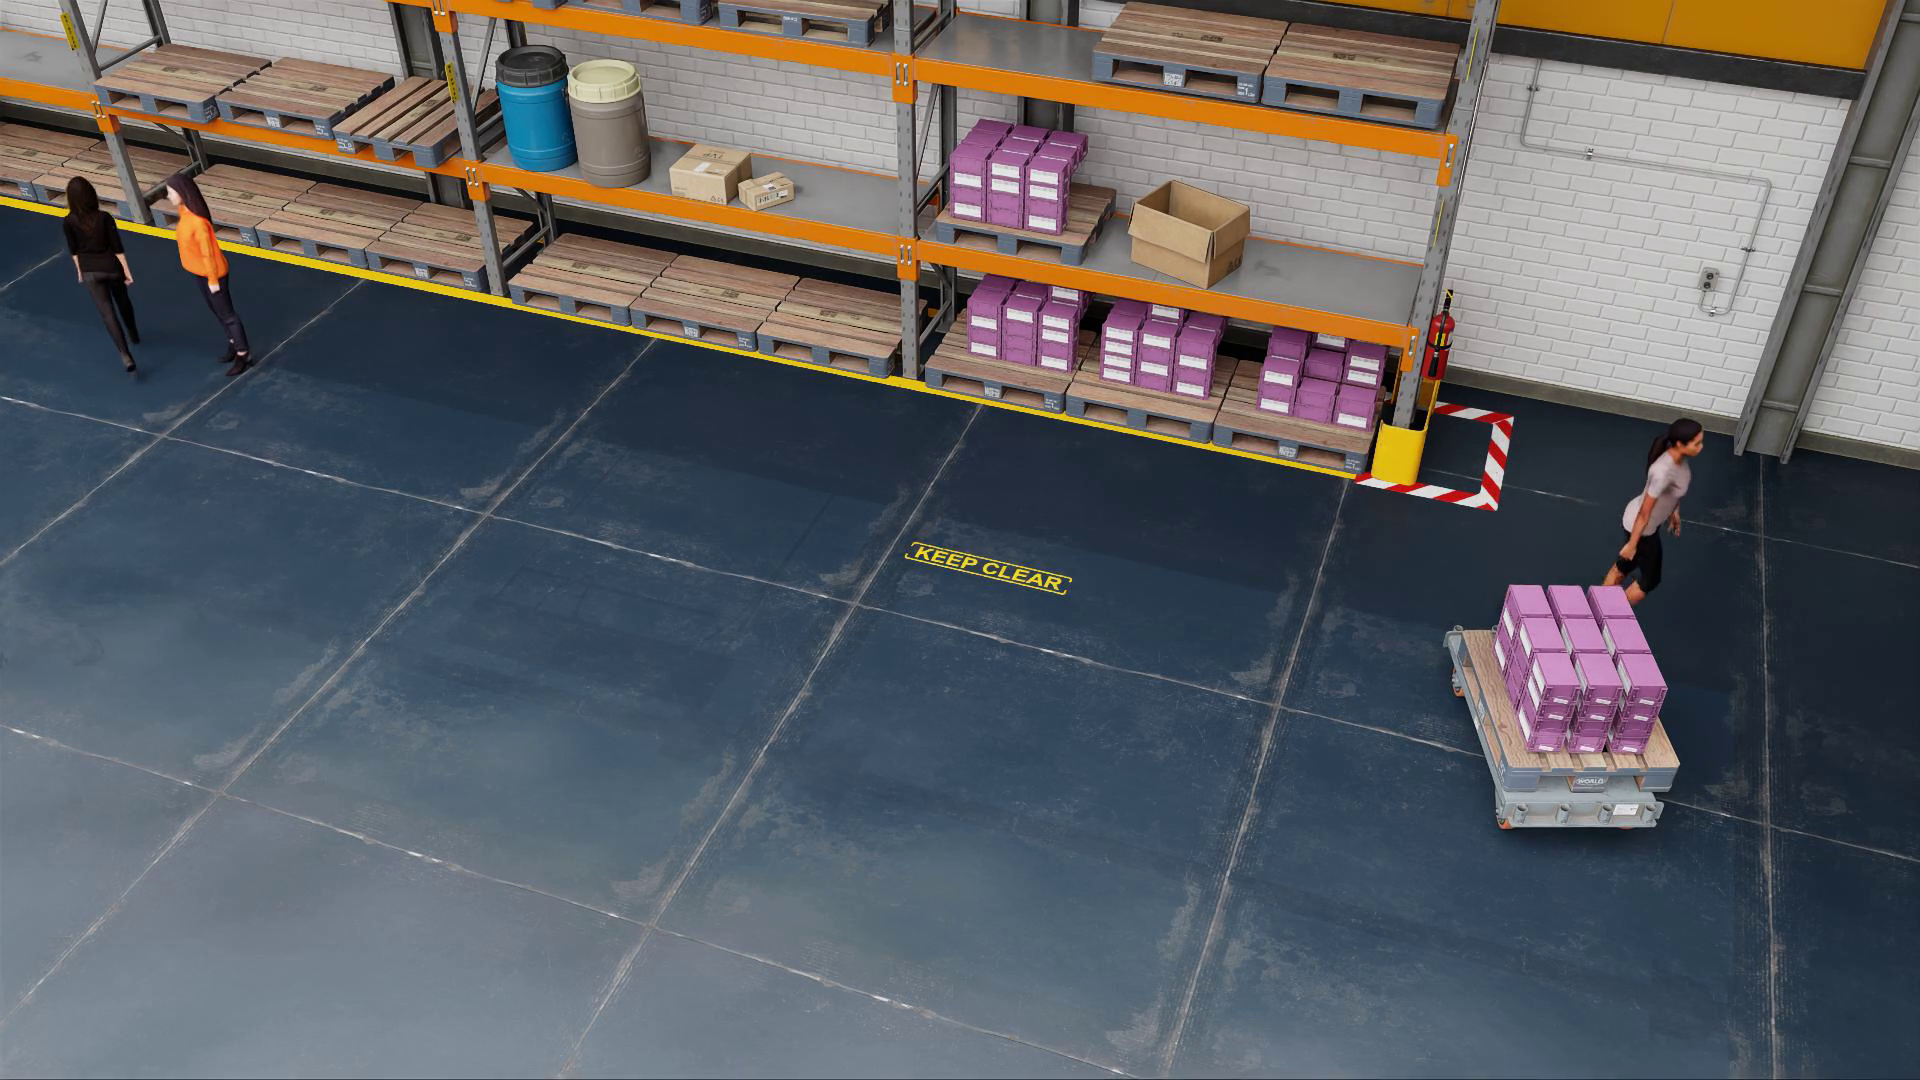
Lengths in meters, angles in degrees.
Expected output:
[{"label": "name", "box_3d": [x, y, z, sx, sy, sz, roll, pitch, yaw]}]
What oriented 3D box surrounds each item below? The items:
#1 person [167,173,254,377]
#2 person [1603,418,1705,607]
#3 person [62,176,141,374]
[{"label": "person", "box_3d": [-6.114, -2.188, 13.590, 0.766, 1.748, 0.661, -26, 45, -29]}, {"label": "person", "box_3d": [4.443, -0.111, 11.003, 0.663, 1.730, 0.668, 16, 41, 19]}, {"label": "person", "box_3d": [-7.026, -2.149, 13.655, 0.992, 1.605, 1.124, -21, 43, -24]}]
